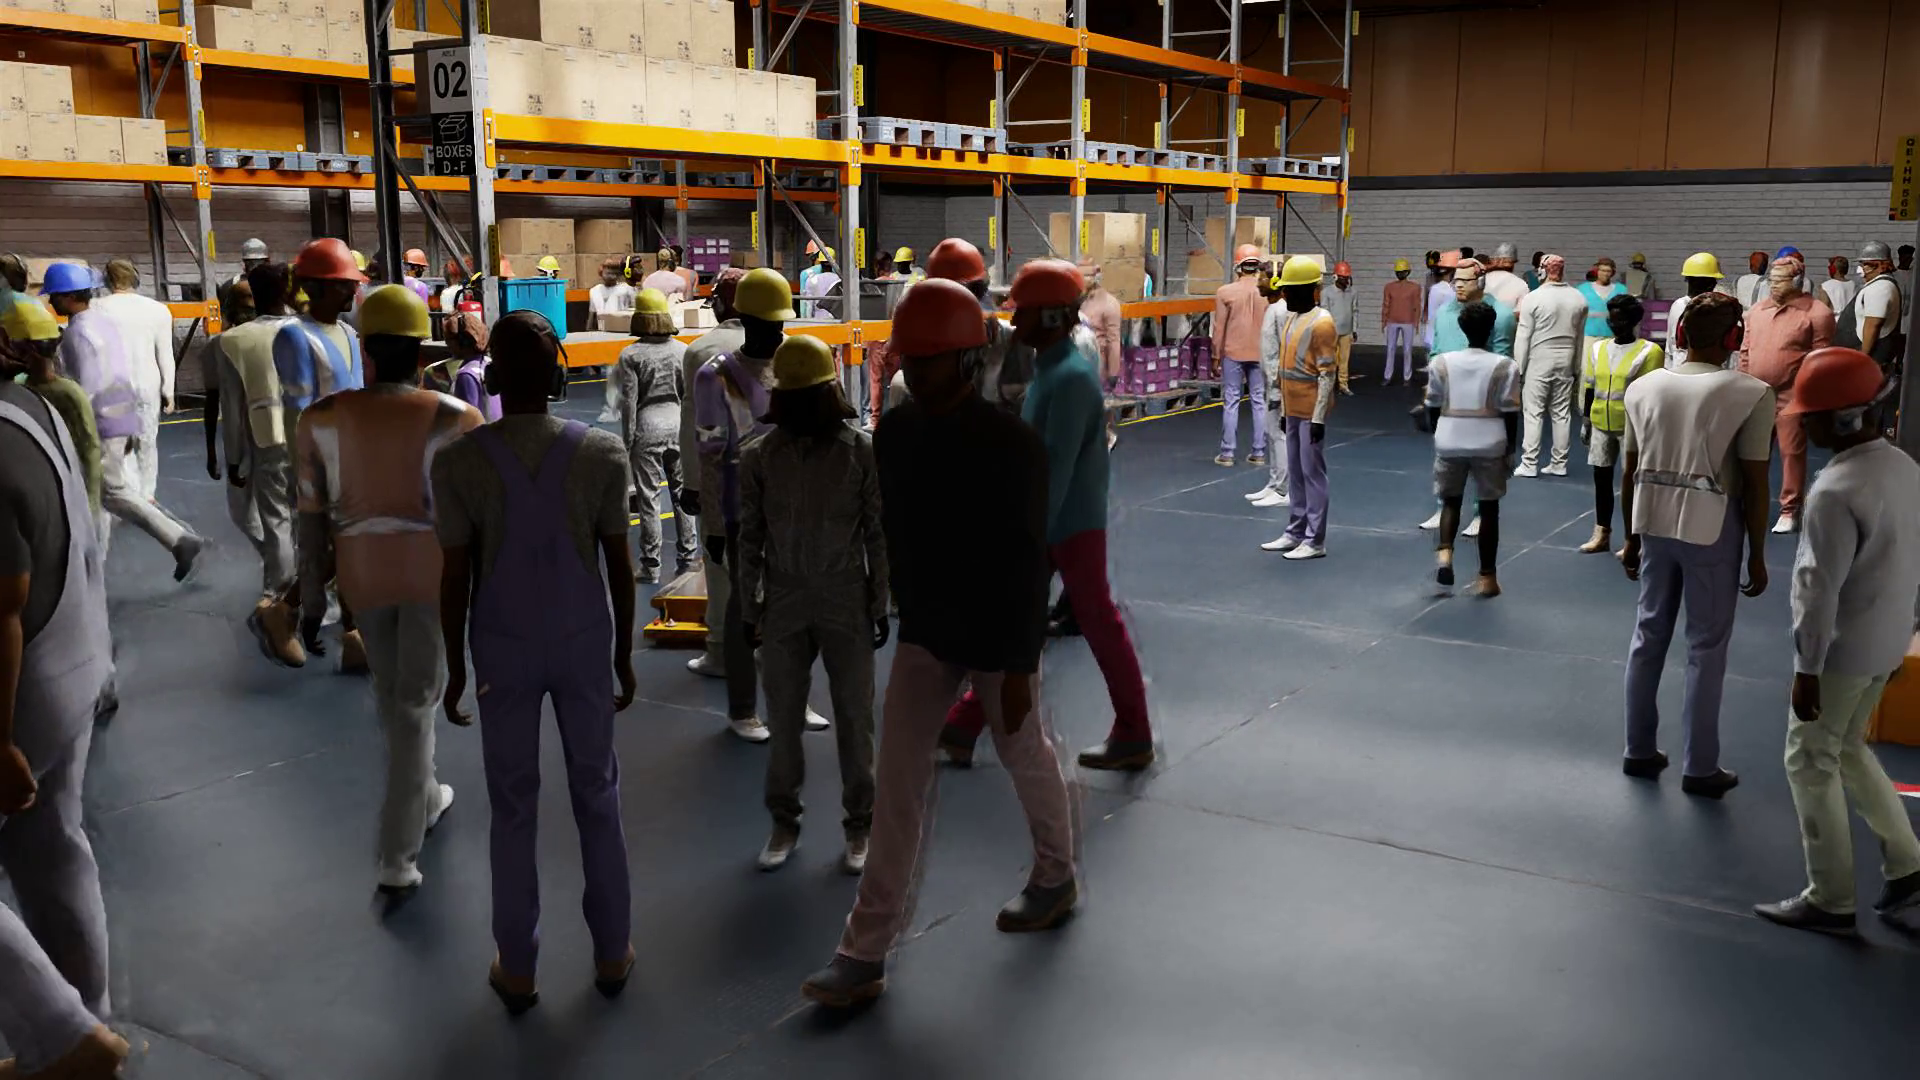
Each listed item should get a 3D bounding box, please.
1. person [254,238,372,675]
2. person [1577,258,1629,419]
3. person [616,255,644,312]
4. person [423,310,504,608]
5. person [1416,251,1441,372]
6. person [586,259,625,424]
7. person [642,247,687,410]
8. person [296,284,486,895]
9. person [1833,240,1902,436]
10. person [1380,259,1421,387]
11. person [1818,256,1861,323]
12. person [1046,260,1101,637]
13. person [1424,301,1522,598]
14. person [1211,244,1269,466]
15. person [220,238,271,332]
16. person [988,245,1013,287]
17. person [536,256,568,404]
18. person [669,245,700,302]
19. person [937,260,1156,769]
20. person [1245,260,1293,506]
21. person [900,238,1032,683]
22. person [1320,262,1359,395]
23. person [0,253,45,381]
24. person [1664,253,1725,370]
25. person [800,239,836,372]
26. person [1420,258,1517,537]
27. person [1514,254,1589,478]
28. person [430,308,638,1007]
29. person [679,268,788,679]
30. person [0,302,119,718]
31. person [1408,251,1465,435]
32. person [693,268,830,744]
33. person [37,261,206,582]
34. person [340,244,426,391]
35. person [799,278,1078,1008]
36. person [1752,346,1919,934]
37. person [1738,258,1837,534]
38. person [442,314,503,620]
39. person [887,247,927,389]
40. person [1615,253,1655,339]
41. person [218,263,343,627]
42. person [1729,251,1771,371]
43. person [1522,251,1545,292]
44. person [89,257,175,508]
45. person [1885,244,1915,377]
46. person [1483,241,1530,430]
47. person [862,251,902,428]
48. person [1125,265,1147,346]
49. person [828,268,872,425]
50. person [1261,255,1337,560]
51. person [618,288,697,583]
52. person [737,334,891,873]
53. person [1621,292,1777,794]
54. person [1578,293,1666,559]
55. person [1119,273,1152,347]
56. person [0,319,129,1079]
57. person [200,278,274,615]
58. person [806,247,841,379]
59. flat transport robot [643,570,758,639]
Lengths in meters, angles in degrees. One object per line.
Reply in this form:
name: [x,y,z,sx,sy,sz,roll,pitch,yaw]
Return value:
person: [-2.910,-0.359,7.637,0.552,2.032,0.625,1,10,7]
person: [7.244,-2.261,18.781,0.569,1.815,0.624,1,10,8]
person: [-3.363,-1.996,17.164,0.328,1.872,0.514,-1,10,-3]
person: [-2.696,-0.439,9.173,0.512,1.641,0.307,-9,14,-41]
person: [7.278,-3.511,25.605,0.327,1.861,0.500,9,13,40]
person: [-3.886,-2.165,18.272,0.645,1.799,0.819,5,11,27]
person: [-3.311,-2.342,18.890,0.630,1.940,0.372,6,12,30]
person: [-1.777,0.140,5.315,0.606,1.885,0.975,0,10,-2]
person: [8.232,-1.715,15.132,0.535,2.000,0.683,6,12,31]
person: [6.073,-2.985,22.929,0.529,1.767,0.329,5,11,27]
person: [10.384,-2.435,19.705,0.566,1.838,0.386,-3,11,-19]
person: [0.530,-0.460,8.512,0.389,1.925,0.550,-1,10,-3]
person: [2.917,-0.518,9.484,0.544,1.683,0.391,6,12,28]
person: [2.556,-1.656,14.961,0.615,1.987,0.407,-2,10,-9]
person: [-6.368,-1.724,15.186,0.673,2.000,0.535,-4,11,-23]
person: [0.607,-3.464,24.946,0.384,1.996,0.610,4,11,22]
person: [-5.109,-2.605,20.684,0.405,1.824,0.585,-9,13,-40]
person: [-3.925,-3.136,23.233,0.600,1.959,0.383,-6,12,-29]
person: [0.302,-0.069,6.274,1.011,1.939,0.629,-2,10,-10]
person: [2.384,-1.185,12.672,0.331,1.872,0.513,1,10,4]
person: [0.009,-0.298,7.332,0.612,2.029,0.407,4,11,20]
person: [4.954,-2.748,21.687,0.570,1.743,0.351,-4,11,-19]
person: [-6.804,-1.094,12.009,0.629,1.931,0.377,3,11,16]
person: [5.441,-1.164,12.393,0.367,1.926,0.594,7,12,33]
person: [-1.815,-2.849,21.449,0.606,2.035,0.403,-8,13,-36]
person: [3.475,-0.977,11.452,0.399,1.899,0.650,-8,13,-36]
person: [5.007,-1.477,14.212,0.644,1.900,0.399,-3,11,-16]
person: [-1.115,0.323,4.407,0.522,1.844,0.343,-3,11,-17]
person: [-1.027,-0.307,7.751,0.653,1.896,0.400,-9,14,-41]
person: [-3.824,-0.109,6.994,0.526,1.768,0.331,5,11,27]
person: [4.961,-2.024,17.207,0.551,1.915,0.546,-2,10,-9]
person: [-0.787,-0.133,6.731,0.397,1.913,0.592,9,14,42]
person: [-4.905,-0.665,9.694,0.878,1.912,0.629,-2,10,-10]
person: [-4.357,-1.264,12.635,0.739,2.000,0.622,5,11,24]
person: [0.012,0.252,4.556,0.625,1.927,1.089,8,13,37]
person: [2.612,0.302,4.843,0.595,1.720,0.506,-9,13,-40]
person: [5.676,-0.996,11.546,0.400,1.902,0.643,-6,12,-31]
person: [-2.592,-0.396,8.964,0.313,1.631,0.526,-1,10,-4]
person: [-0.731,-3.001,22.585,0.589,1.924,0.383,3,11,16]
person: [10.750,-3.674,26.622,0.670,1.820,0.427,4,11,23]
person: [-3.515,-0.482,8.698,0.613,1.907,0.410,-8,13,-39]
person: [9.745,-2.604,20.506,0.340,1.882,0.579,-4,11,-20]
person: [9.038,-3.588,26.053,0.511,1.846,0.341,8,13,37]
person: [-6.071,-1.107,12.158,0.642,1.906,0.919,-6,12,-30]
person: [13.921,-3.390,24.663,0.598,1.958,0.375,1,10,5]
person: [5.303,-1.932,16.335,0.686,2.000,0.536,10,14,43]
person: [-0.779,-2.097,17.637,0.598,1.905,0.390,-8,13,-37]
person: [3.256,-4.608,31.479,0.615,1.933,0.422,-6,12,-32]
person: [-1.142,-2.180,18.091,0.598,1.908,0.402,-4,11,-23]
person: [2.179,-0.834,10.578,0.383,1.923,0.589,-2,10,-10]
person: [-1.791,-0.614,9.856,0.486,1.745,0.293,-8,13,-36]
person: [-0.464,0.212,5.311,0.495,1.735,0.324,1,10,4]
person: [2.683,0.014,6.132,0.394,1.836,0.560,-7,13,-35]
person: [4.216,-0.725,10.629,0.319,1.688,0.537,-8,13,-37]
person: [2.416,-3.159,23.689,0.623,1.845,0.430,1,10,4]
person: [-2.222,0.336,3.766,0.540,2.000,0.686,-2,10,-12]
person: [-3.852,-0.526,9.158,0.528,1.818,0.722,-1,10,-8]
person: [-1.664,-2.737,21.099,0.594,1.930,0.353,-3,11,-14]
flat transport robot: [-1.175,0.289,8.935,0.652,0.197,1.431,1,10,7]
